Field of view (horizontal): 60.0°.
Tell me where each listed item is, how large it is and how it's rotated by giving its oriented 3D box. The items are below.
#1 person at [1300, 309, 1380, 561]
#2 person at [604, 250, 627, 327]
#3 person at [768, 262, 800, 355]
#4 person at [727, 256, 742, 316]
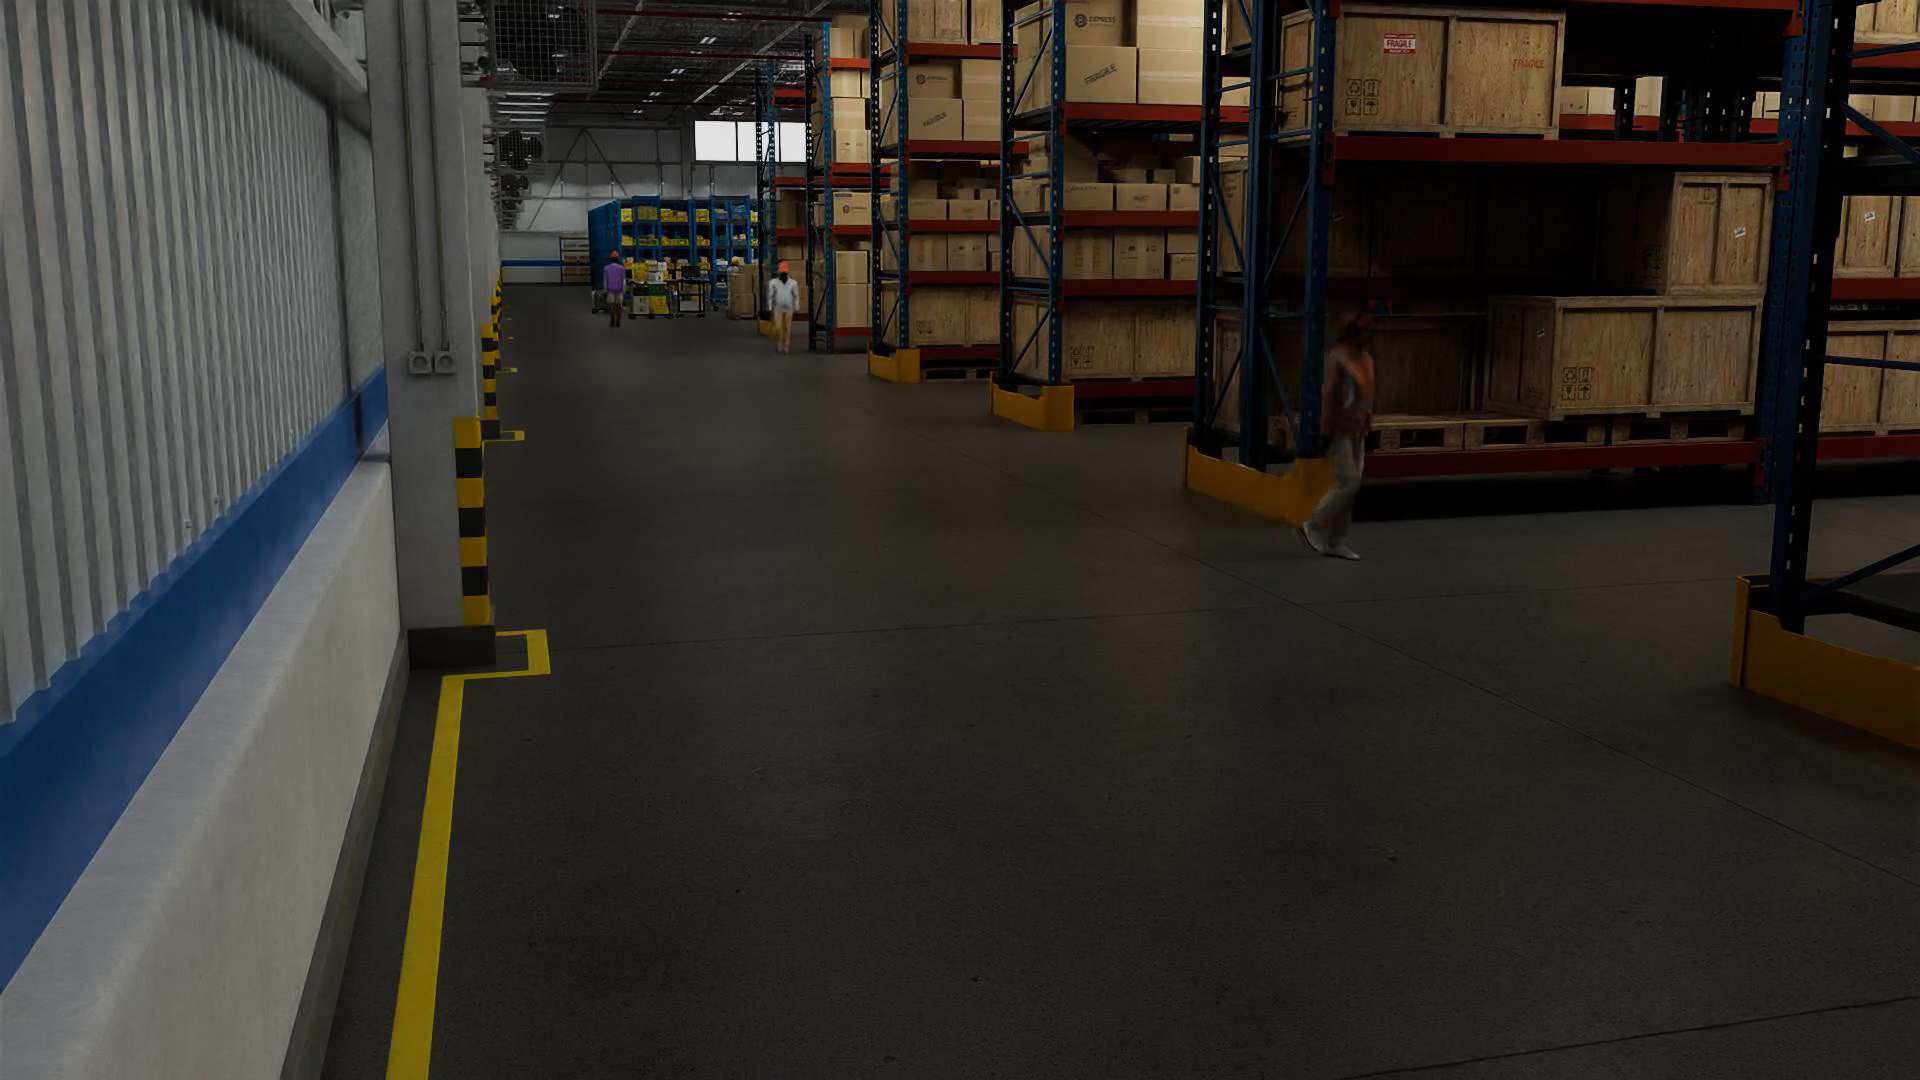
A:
[{"bbox_3d":[2.503,-0.674,10.727,0.366,1.617,0.531,9,13,42],"label":"person"},{"bbox_3d":[-8.644,-6.301,41.767,0.564,1.918,0.404,-1,10,-8],"label":"person"},{"bbox_3d":[-3.259,-4.297,30.939,0.590,1.727,0.706,-3,10,-14],"label":"person"},{"bbox_3d":[-6.517,-7.326,48.108,0.485,1.734,0.348,5,11,26],"label":"person"}]
